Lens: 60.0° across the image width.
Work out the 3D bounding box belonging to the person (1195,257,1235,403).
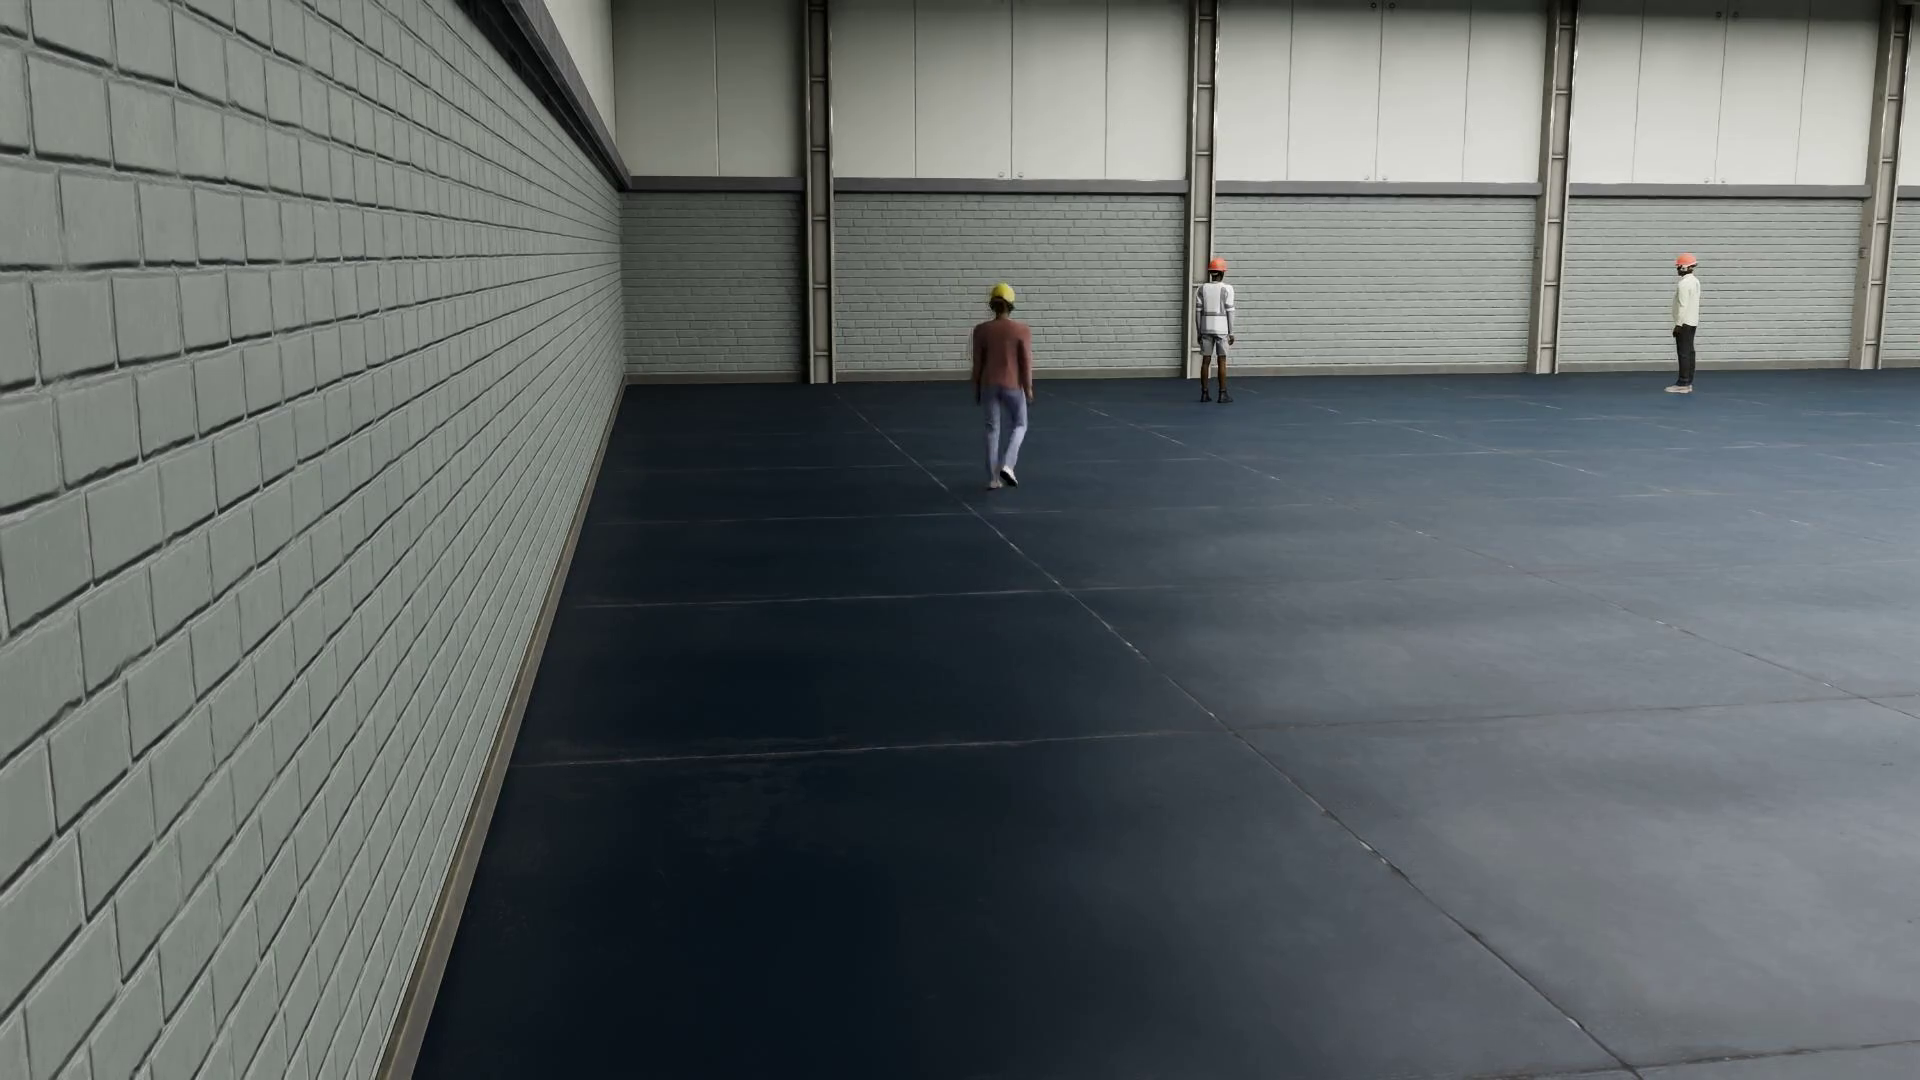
[{"bbox_3d":[3.422,-2.801,22.261,0.542,1.939,0.366,6,12,31],"label":"person"}]

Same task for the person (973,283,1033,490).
[{"bbox_3d":[0.368,-1.295,14.130,0.554,1.752,0.387,3,10,18],"label":"person"}]

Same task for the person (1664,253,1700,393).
[{"bbox_3d":[10.394,-3.111,23.881,0.392,1.995,0.612,9,13,41],"label":"person"}]
